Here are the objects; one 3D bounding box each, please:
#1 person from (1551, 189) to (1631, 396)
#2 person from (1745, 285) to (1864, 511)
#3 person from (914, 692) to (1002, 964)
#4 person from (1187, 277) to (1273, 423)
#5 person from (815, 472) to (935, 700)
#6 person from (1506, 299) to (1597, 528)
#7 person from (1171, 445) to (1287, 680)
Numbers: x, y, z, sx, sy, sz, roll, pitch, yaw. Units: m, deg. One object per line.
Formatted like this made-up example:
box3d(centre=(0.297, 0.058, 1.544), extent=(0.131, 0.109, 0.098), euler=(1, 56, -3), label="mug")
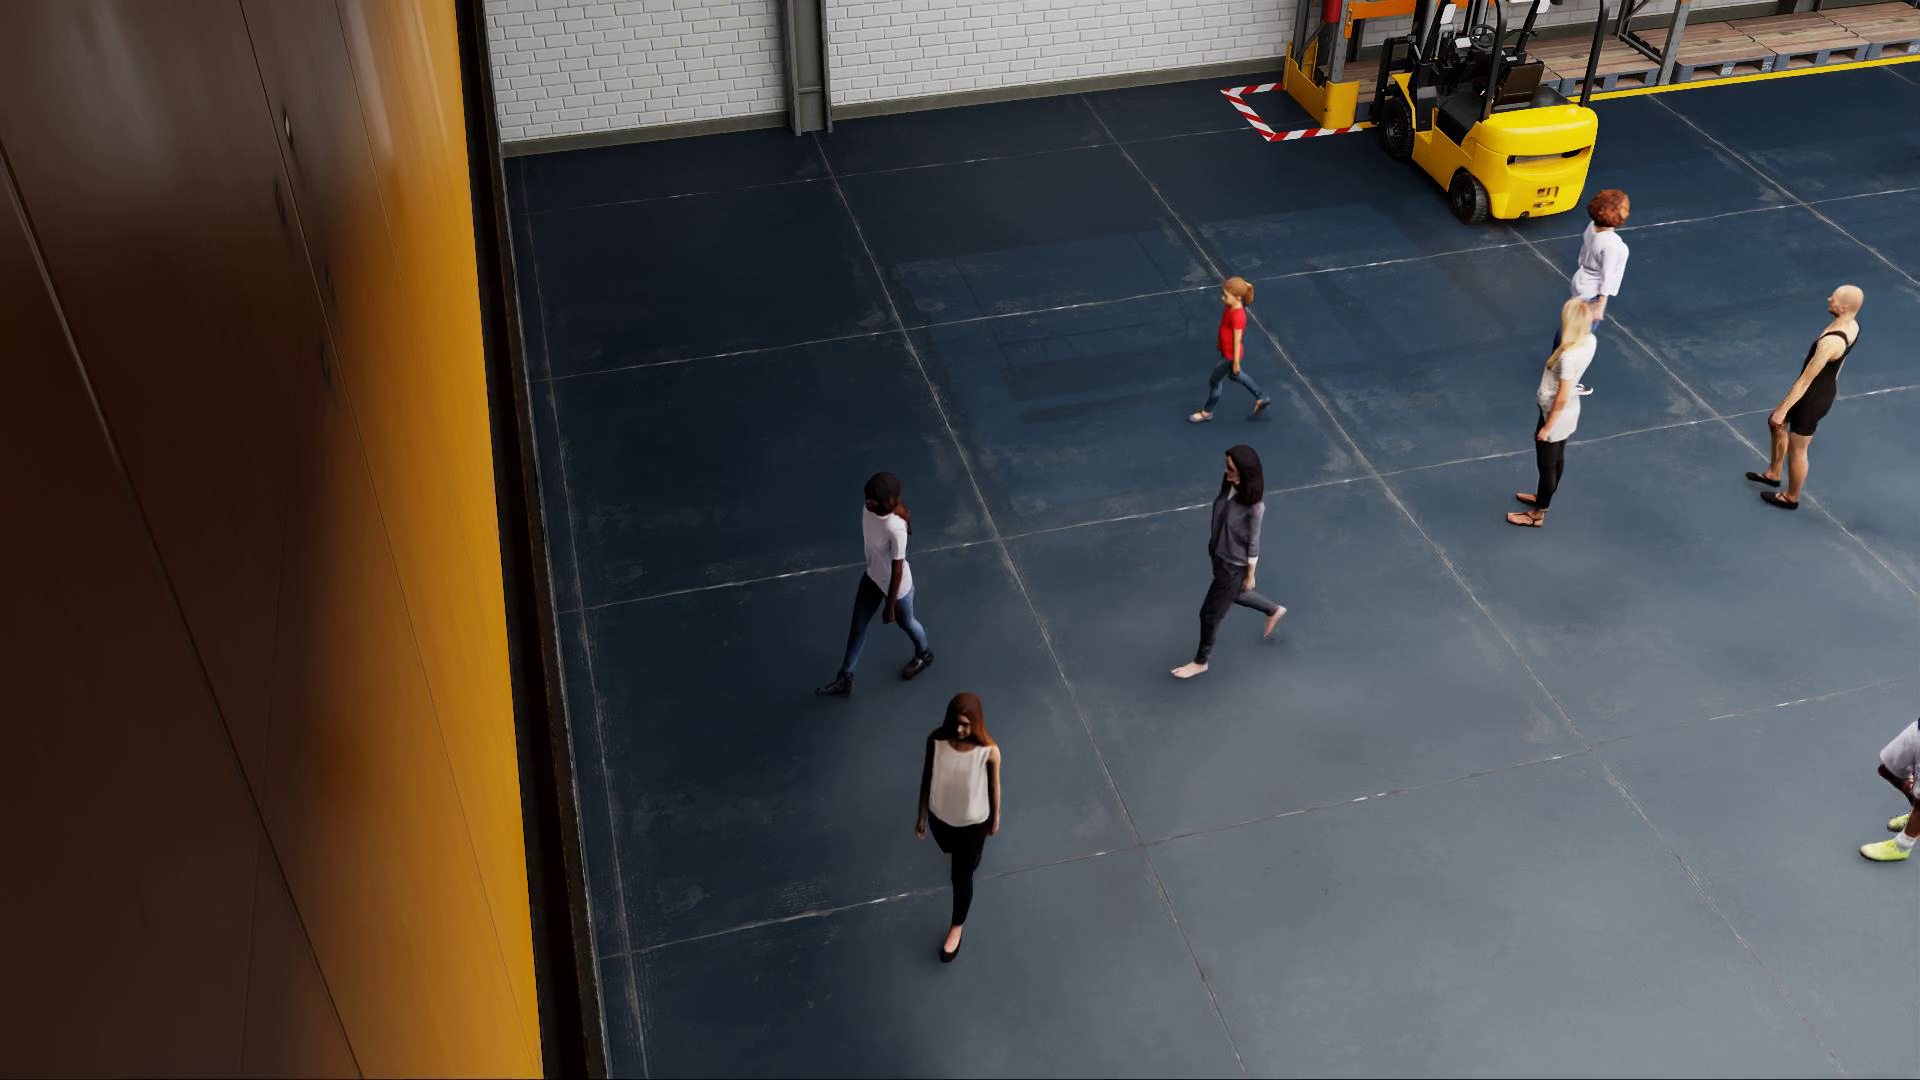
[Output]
box3d(centre=(4.988, -1.989, 13.188), extent=(0.654, 1.712, 0.678), euler=(-2, 39, -3), label="person")
box3d(centre=(6.151, -0.963, 11.832), extent=(0.865, 1.802, 0.794), euler=(23, 44, 26), label="person")
box3d(centre=(0.014, 1.416, 8.940), extent=(1.060, 1.693, 1.062), euler=(16, 41, 19), label="person")
box3d(centre=(2.164, -1.452, 12.858), extent=(0.933, 1.285, 0.628), euler=(0, 39, -1), label="person")
box3d(centre=(-0.383, 0.264, 10.393), extent=(1.187, 1.680, 0.897), euler=(-25, 45, -28), label="person")
box3d(centre=(4.227, -0.885, 11.718), extent=(0.747, 1.822, 0.674), euler=(22, 44, 25), label="person")
box3d(centre=(1.802, 0.117, 10.535), extent=(1.099, 1.733, 0.667), euler=(-13, 40, -16), label="person")
